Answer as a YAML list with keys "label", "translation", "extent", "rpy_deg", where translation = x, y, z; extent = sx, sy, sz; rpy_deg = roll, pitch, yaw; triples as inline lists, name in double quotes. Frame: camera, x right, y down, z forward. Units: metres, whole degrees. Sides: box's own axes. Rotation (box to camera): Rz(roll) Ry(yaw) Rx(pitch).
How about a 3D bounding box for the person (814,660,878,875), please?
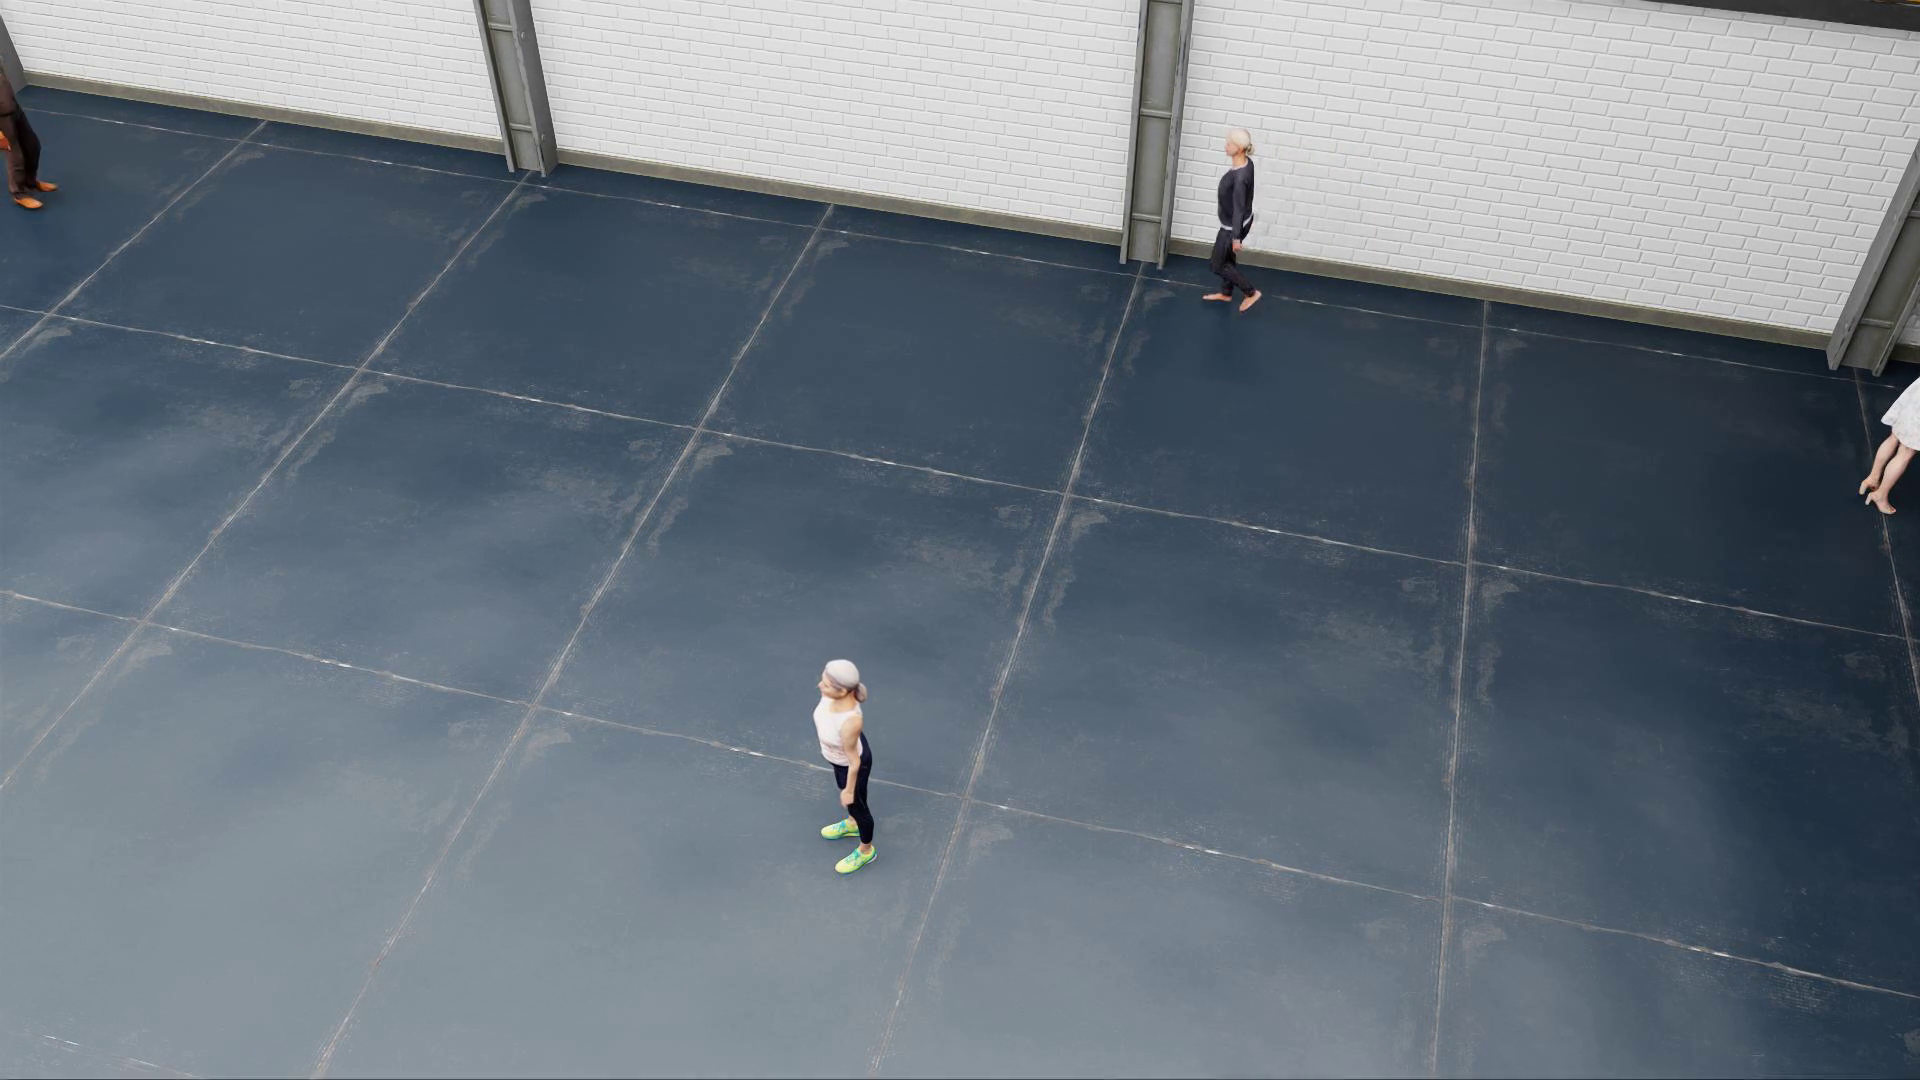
- label: "person"
  translation: [-0.649, 1.293, 9.733]
  extent: [0.707, 1.702, 0.678]
  rpy_deg: [-14, 45, -15]

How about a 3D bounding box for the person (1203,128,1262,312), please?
- label: "person"
  translation: [2.373, -2.642, 13.858]
  extent: [0.699, 1.711, 0.634]
  rpy_deg: [11, 45, 12]

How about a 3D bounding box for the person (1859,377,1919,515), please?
- label: "person"
  translation: [6.989, -0.951, 12.038]
  extent: [0.654, 1.774, 0.666]
  rpy_deg: [6, 44, 7]

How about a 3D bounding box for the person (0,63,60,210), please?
- label: "person"
  translation: [-8.685, -3.814, 14.976]
  extent: [0.744, 1.865, 0.784]
  rpy_deg: [-5, 44, -5]
